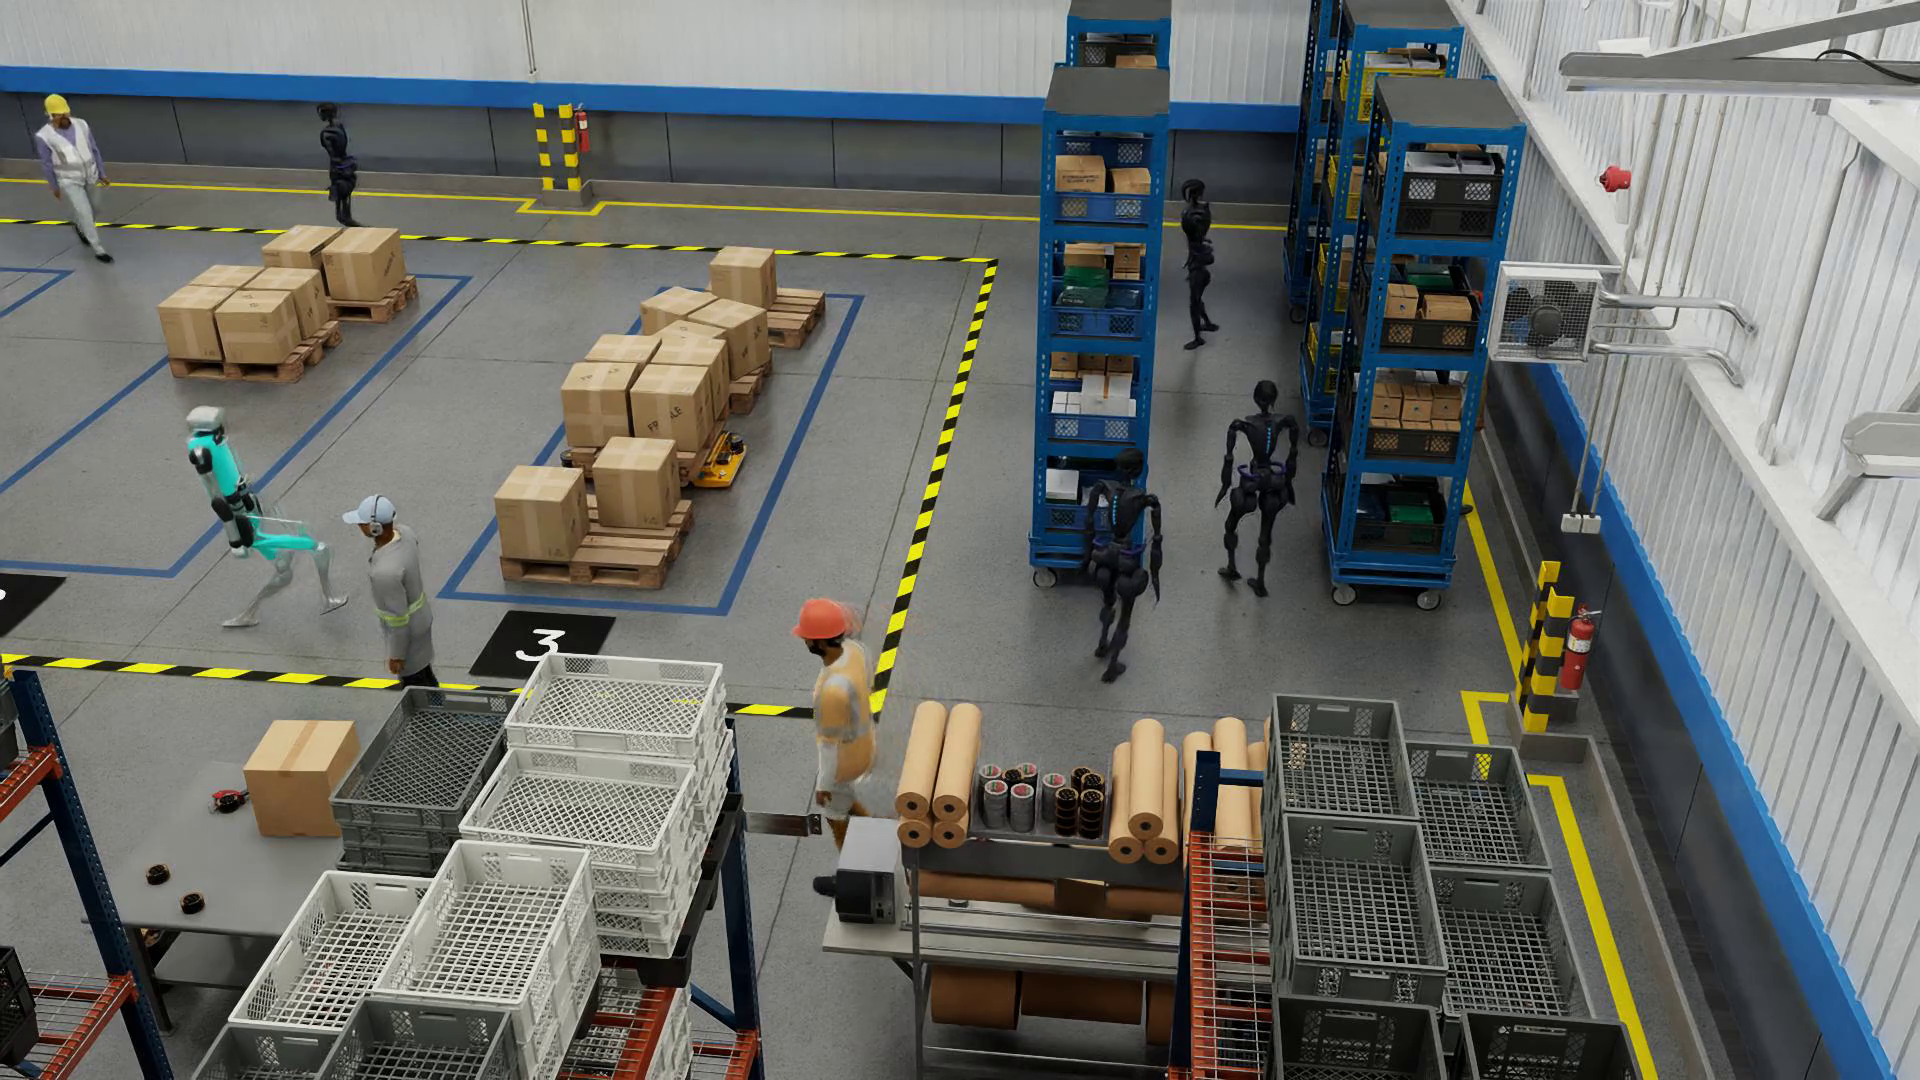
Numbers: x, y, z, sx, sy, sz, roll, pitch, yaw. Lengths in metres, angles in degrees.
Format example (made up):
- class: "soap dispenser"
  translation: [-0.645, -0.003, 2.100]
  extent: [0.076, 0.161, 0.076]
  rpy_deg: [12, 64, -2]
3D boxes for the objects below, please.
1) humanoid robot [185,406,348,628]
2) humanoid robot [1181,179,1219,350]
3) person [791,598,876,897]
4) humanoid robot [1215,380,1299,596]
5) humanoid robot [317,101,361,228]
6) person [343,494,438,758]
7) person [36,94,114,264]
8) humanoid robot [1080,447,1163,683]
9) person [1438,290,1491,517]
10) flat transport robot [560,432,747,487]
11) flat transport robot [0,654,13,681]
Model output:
- class: "humanoid robot"
  translation: [-4.727, -0.125, 11.509]
  extent: [1.067, 1.775, 0.530]
  rpy_deg: [-6, 31, -10]
- class: "humanoid robot"
  translation: [2.304, -2.634, 15.805]
  extent: [0.482, 1.644, 0.616]
  rpy_deg: [0, 30, 1]
- class: "person"
  translation: [-0.644, 1.154, 9.051]
  extent: [0.491, 1.913, 0.577]
  rpy_deg: [3, 30, 5]
- class: "humanoid robot"
  translation: [2.143, -0.393, 11.948]
  extent: [0.588, 1.646, 0.432]
  rpy_deg: [-5, 31, -9]
- class: "humanoid robot"
  translation: [-6.659, -3.972, 18.099]
  extent: [0.492, 1.636, 0.616]
  rpy_deg: [-2, 30, -3]
- class: "person"
  translation: [-3.393, 0.548, 10.185]
  extent: [0.488, 1.863, 0.606]
  rpy_deg: [-4, 30, -7]
- class: "person"
  translation: [-9.526, -3.919, 17.873]
  extent: [0.789, 1.809, 0.583]
  rpy_deg: [18, 35, 28]
- class: "humanoid robot"
  translation: [1.064, 0.155, 11.014]
  extent: [0.609, 1.634, 0.467]
  rpy_deg: [18, 35, 27]
- class: "person"
  translation: [3.830, -1.054, 12.922]
  extent: [0.390, 1.839, 0.562]
  rpy_deg: [-19, 35, -29]
- class: "flat transport robot"
  translation: [-2.554, -0.707, 13.861]
  extent: [1.431, 0.197, 0.652]
  rpy_deg: [3, 30, 6]
- class: "flat transport robot"
  translation: [-7.142, 0.969, 11.010]
  extent: [1.431, 0.231, 0.659]
  rpy_deg: [3, 30, 6]
